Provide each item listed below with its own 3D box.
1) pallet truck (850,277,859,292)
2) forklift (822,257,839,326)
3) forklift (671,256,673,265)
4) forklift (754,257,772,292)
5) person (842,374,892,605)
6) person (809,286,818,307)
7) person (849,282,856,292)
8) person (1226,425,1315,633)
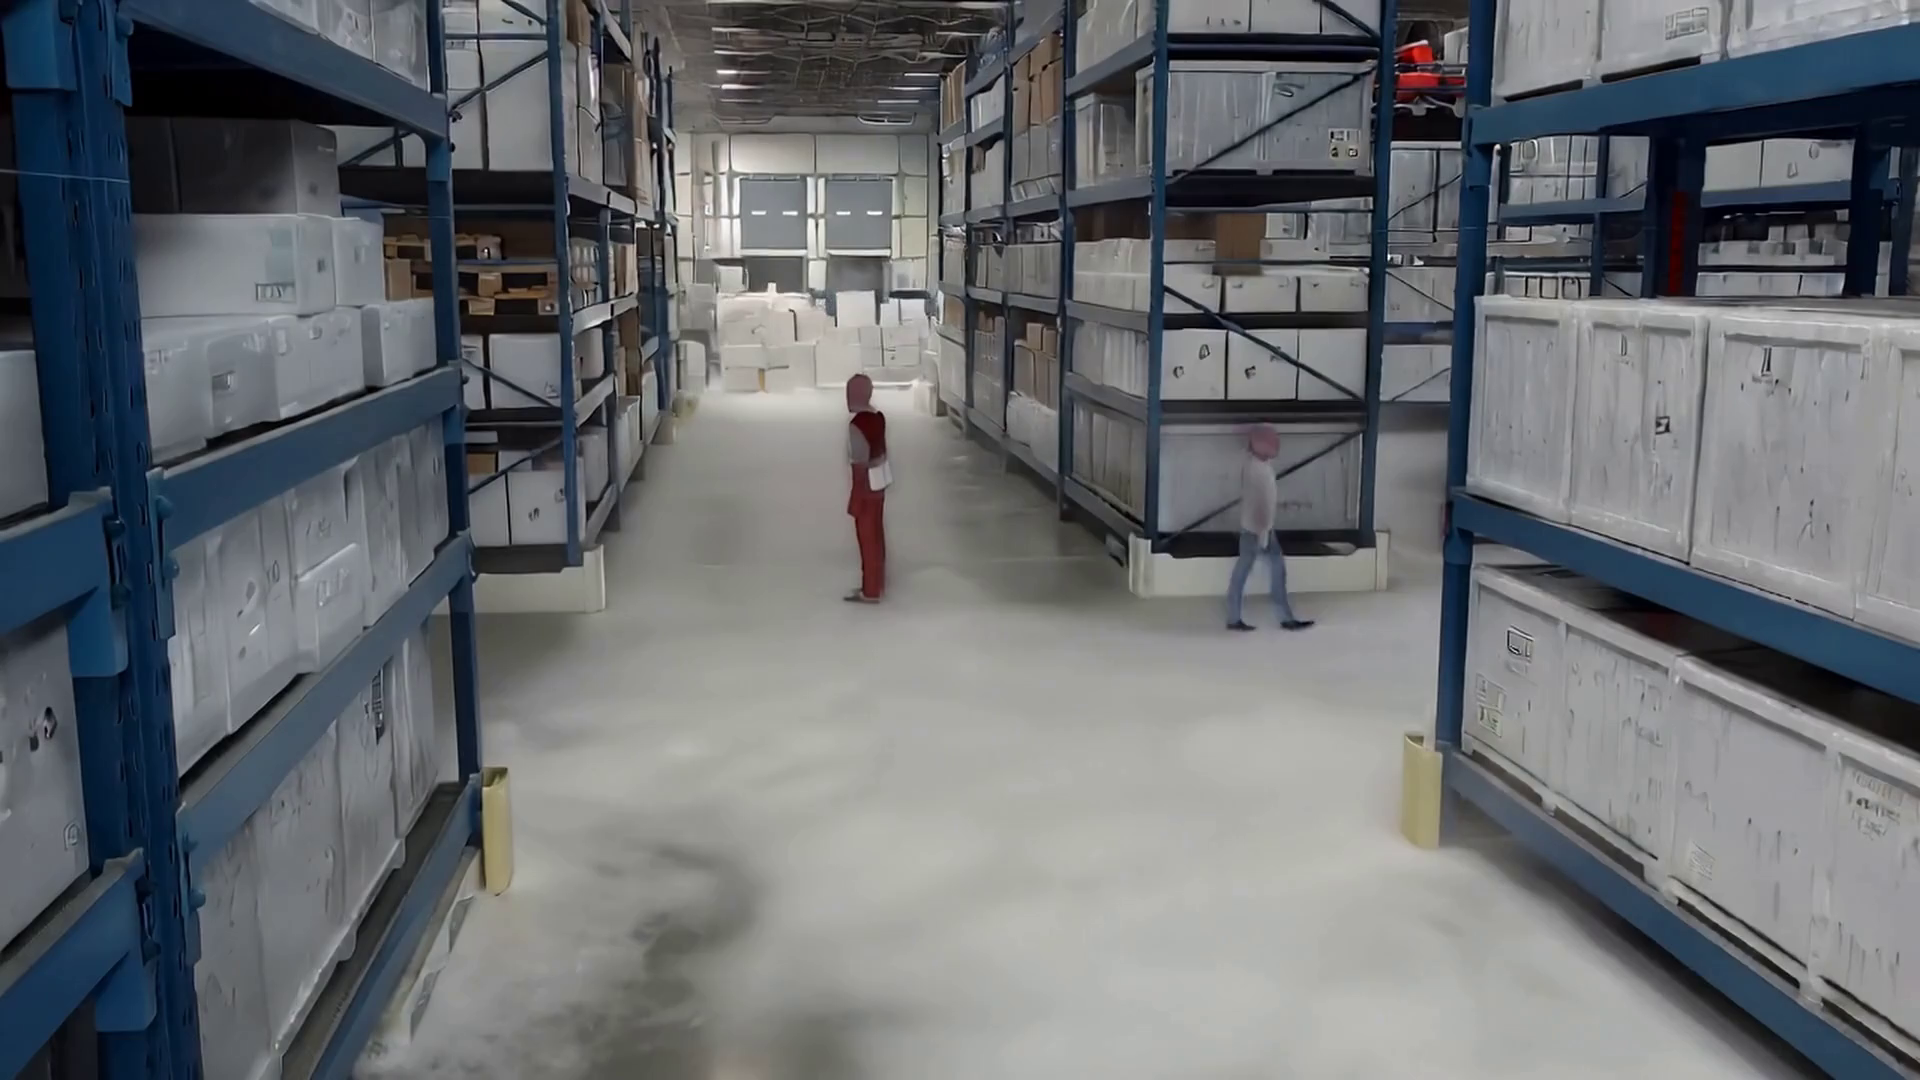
[{"bbox_3d":[-3.782,-9.391,65.808,1.885,1.965,0.823,2,10,10],"label":"pallet truck"},{"bbox_3d":[-3.645,-6.721,47.695,1.873,2.768,1.129,1,10,8],"label":"forklift"},{"bbox_3d":[-11.189,-9.344,62.964,1.129,2.768,1.873,-1,10,-7],"label":"forklift"},{"bbox_3d":[-4.657,-5.260,39.190,1.873,2.768,1.129,-1,10,-8],"label":"forklift"},{"bbox_3d":[-0.775,-0.417,13.792,0.398,1.920,0.588,3,10,15],"label":"person"},{"bbox_3d":[-6.202,-9.815,69.457,0.536,1.593,0.856,5,11,29],"label":"person"},{"bbox_3d":[-4.065,-8.503,60.979,1.032,1.878,0.651,-7,12,-36],"label":"person"},{"bbox_3d":[2.380,-0.074,12.684,0.755,1.600,0.520,-1,10,-8],"label":"person"}]
